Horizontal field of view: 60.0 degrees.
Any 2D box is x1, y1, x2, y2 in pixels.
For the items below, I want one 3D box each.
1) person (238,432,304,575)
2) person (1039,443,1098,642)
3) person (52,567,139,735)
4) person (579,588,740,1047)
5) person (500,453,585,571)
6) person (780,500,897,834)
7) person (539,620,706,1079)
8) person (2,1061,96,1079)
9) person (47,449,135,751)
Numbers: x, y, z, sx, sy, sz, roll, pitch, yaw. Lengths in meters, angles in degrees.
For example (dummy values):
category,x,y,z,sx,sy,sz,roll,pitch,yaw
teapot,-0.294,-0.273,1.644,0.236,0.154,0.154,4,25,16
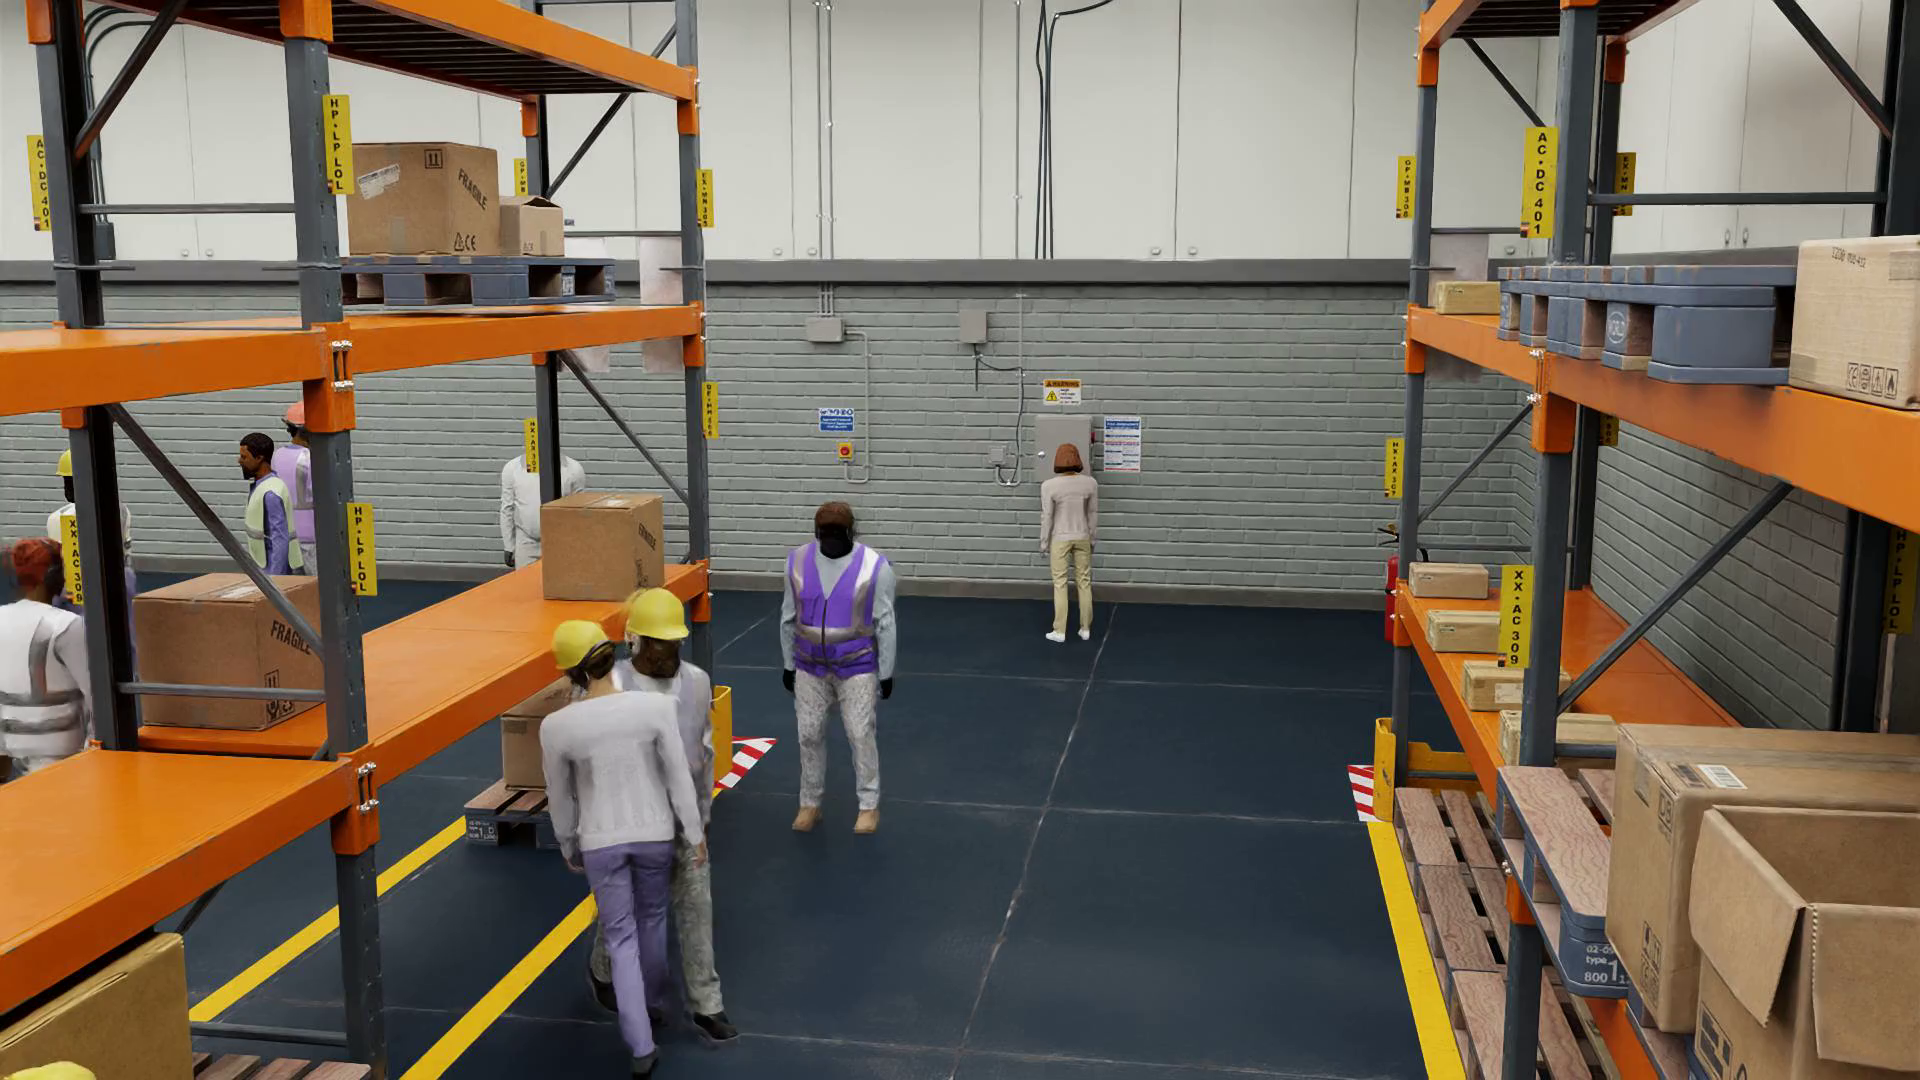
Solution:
category,x,y,z,sx,sy,sz,roll,pitch,yaw
person,-4.797,0.201,11.632,0.371,1.916,0.597,-5,11,-29
person,0.888,0.022,13.611,0.498,1.633,0.283,-3,10,-17
person,-5.039,0.678,9.731,0.858,1.591,0.498,8,13,42
person,-1.238,1.071,6.618,0.605,1.809,0.767,-7,12,-37
person,-3.173,0.033,12.714,0.656,1.907,0.403,-2,9,-13
person,-0.666,0.680,8.989,0.658,1.828,0.431,2,10,14
person,-1.304,1.146,6.431,0.591,1.706,0.783,-3,10,-18
person,-1.625,1.750,2.688,0.374,1.718,0.700,9,13,44
person,-5.490,0.379,10.509,0.369,1.927,0.588,3,10,17
